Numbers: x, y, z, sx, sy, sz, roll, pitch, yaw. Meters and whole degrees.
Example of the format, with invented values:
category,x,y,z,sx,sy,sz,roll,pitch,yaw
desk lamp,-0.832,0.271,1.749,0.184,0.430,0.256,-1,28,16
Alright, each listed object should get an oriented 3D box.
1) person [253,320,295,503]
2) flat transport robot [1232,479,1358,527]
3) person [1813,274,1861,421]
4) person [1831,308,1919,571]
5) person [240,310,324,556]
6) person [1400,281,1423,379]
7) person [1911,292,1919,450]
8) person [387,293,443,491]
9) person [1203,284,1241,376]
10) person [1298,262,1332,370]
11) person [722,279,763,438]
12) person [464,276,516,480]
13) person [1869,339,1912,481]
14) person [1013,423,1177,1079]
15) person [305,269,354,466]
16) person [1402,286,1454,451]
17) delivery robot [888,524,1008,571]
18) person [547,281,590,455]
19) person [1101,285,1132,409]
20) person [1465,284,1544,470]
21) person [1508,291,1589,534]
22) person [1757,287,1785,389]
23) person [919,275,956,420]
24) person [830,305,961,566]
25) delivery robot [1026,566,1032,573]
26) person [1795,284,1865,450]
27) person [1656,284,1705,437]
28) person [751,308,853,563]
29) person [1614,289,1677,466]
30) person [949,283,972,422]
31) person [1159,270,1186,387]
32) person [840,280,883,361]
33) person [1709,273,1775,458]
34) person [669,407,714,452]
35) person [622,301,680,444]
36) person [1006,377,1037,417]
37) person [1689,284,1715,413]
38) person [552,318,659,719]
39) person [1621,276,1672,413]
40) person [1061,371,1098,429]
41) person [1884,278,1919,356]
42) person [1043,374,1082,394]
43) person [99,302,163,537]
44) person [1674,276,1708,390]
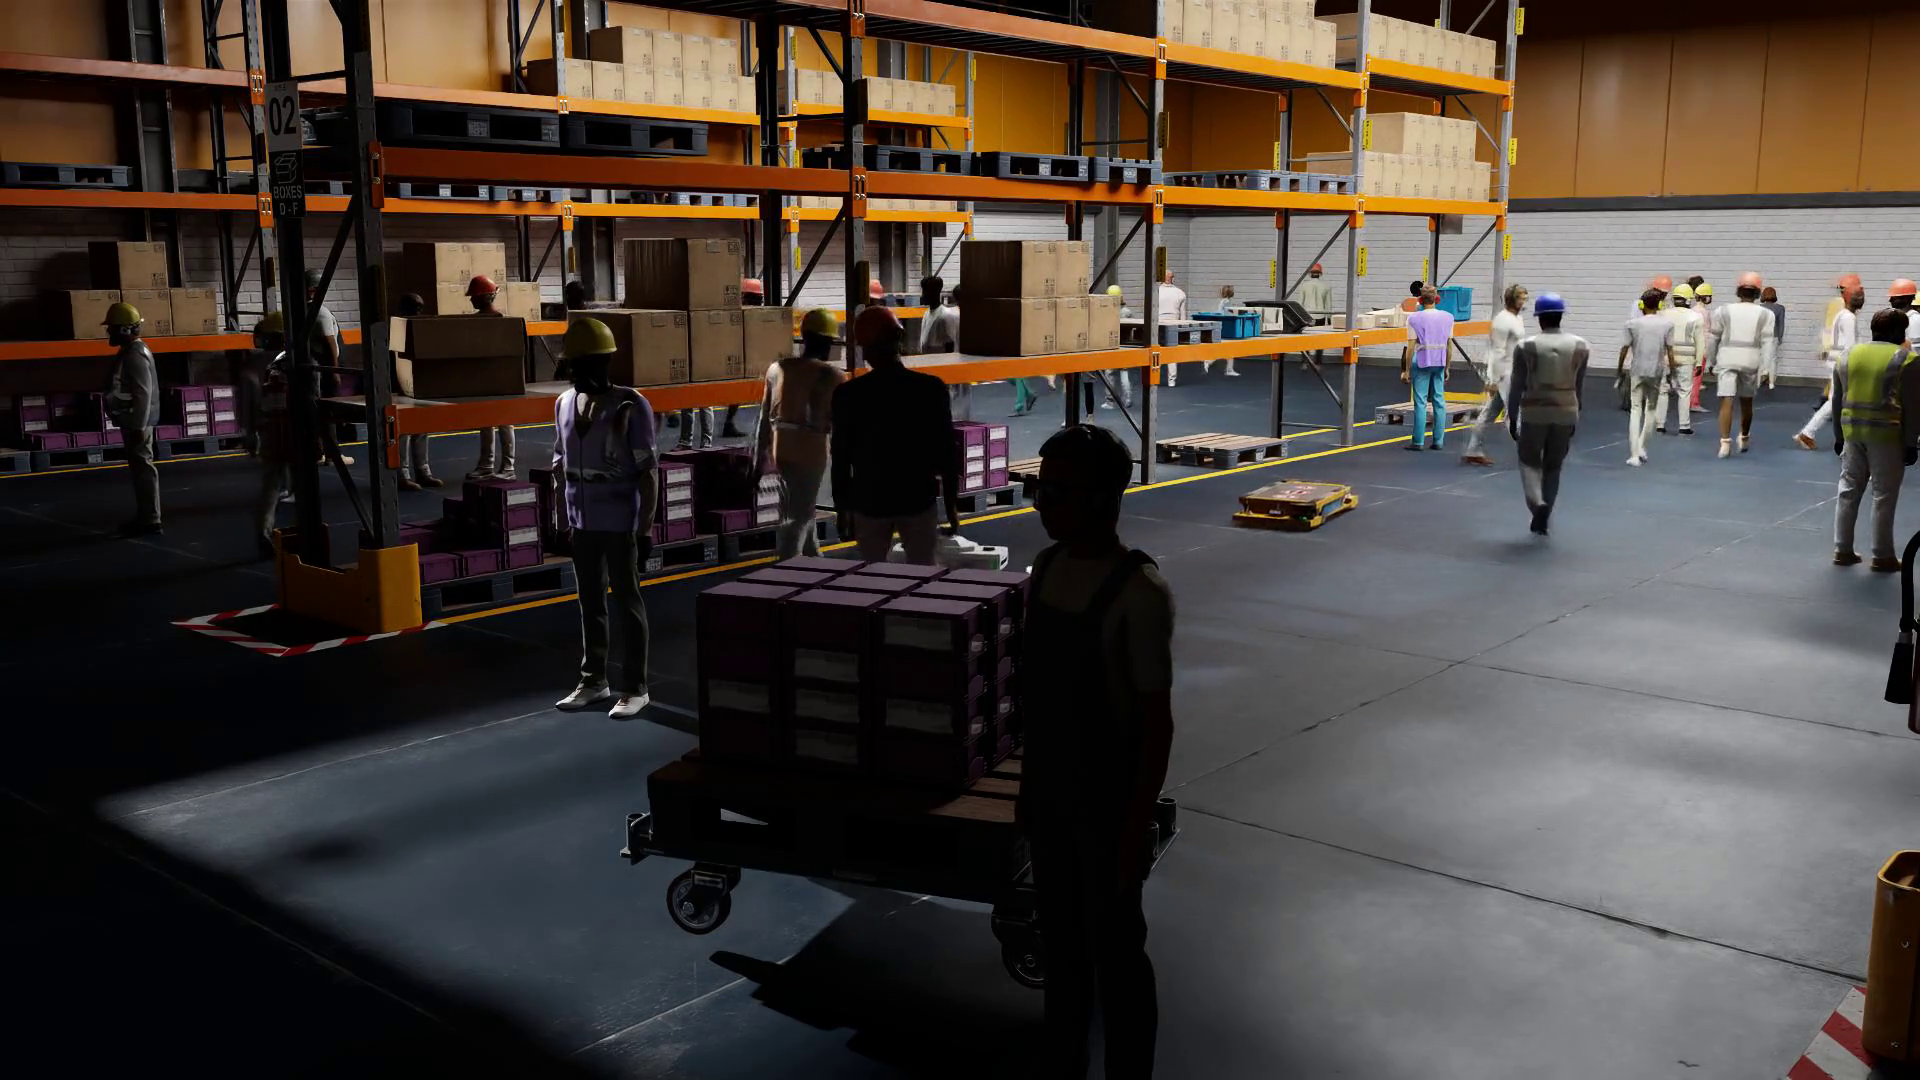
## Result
category,x,y,z,sx,sy,sz,roll,pitch,yaw
person,-6.083,-1.139,14.785,0.497,1.626,0.288,8,13,37
flat transport robot,2.832,-0.319,13.958,0.652,0.197,1.431,5,11,28
person,11.488,-2.502,21.684,0.423,1.919,0.567,-2,10,-10
person,6.453,-0.706,11.703,0.428,1.840,0.631,-5,11,-28
person,-5.008,-0.790,12.294,0.599,1.806,0.842,-1,10,-4
person,7.772,-3.583,28.484,0.320,1.695,0.538,-6,12,-32
person,10.650,-1.885,18.613,0.305,1.772,0.527,-3,10,-15
person,-5.114,-1.389,15.594,0.430,1.841,0.624,4,11,23
person,4.633,-3.687,29.287,0.610,1.618,0.524,1,10,7
person,6.574,-4.146,30.848,0.629,1.992,0.395,2,10,9
person,-2.435,-2.154,19.808,0.898,1.886,0.558,-3,10,-16
person,-4.563,-1.558,16.121,0.611,1.990,0.392,7,12,34
person,8.978,-1.378,16.091,0.514,1.642,0.311,-7,12,-33
person,0.299,0.636,4.042,0.342,1.846,0.509,-7,12,-33
person,-6.662,-1.796,17.332,0.683,2.000,0.538,6,12,32
person,5.202,-1.896,18.484,0.565,1.837,0.396,-2,10,-12
delivery robot,-0.076,0.148,10.226,0.707,0.478,0.477,2,10,13
person,-4.209,-1.846,18.054,0.862,1.884,0.587,-5,11,-28
person,2.160,-2.701,23.342,0.510,1.741,0.312,-4,11,-23
person,5.655,-1.653,16.934,1.003,1.883,0.652,5,11,26
person,4.582,-0.965,12.954,0.598,1.923,0.623,1,10,7
person,12.949,-3.238,26.704,0.499,1.633,0.289,2,10,12
person,-0.271,-1.929,18.304,0.368,1.961,0.613,-5,11,-25
person,-0.322,-0.184,8.374,0.667,1.973,0.437,-1,10,-6
delivery robot,0.753,0.255,9.617,0.707,0.478,0.477,-3,11,-19
person,9.783,-1.899,18.496,0.632,1.901,0.580,5,11,25
person,8.631,-2.159,20.000,0.602,1.828,0.404,8,13,38
person,-0.937,-0.494,10.389,0.629,1.877,0.955,6,12,32
person,7.183,-1.703,17.433,0.601,1.818,0.814,3,10,16
person,-0.024,-2.114,19.689,0.553,1.847,0.542,-10,14,-44
person,3.336,-3.418,26.998,0.653,1.896,0.400,-1,10,-6
person,-1.098,-2.111,19.601,0.578,1.865,1.038,3,11,19
person,8.487,-1.903,18.101,0.621,1.976,1.077,5,11,25
person,-2.901,-1.872,18.055,0.627,1.941,0.374,6,12,30
person,-2.704,-1.093,13.829,0.640,1.870,0.920,7,12,36
person,0.834,-2.525,22.328,0.522,1.751,0.526,-8,13,-38
person,10.187,-2.638,22.913,0.308,1.769,0.525,0,10,1
person,-1.729,-0.100,8.001,0.594,1.924,0.382,5,11,28
person,9.440,-2.664,22.740,0.580,1.865,0.932,-3,10,-16
person,1.514,-2.238,20.816,0.536,1.699,0.322,4,11,21
person,9.927,-1.789,17.596,0.374,1.934,0.548,1,10,8
person,1.583,-3.235,25.593,0.661,2.026,0.608,-6,11,-29
person,-6.503,-0.943,13.068,0.404,1.830,0.602,-6,12,-31
person,11.705,-3.337,26.755,0.634,1.825,0.694,-4,11,-21
